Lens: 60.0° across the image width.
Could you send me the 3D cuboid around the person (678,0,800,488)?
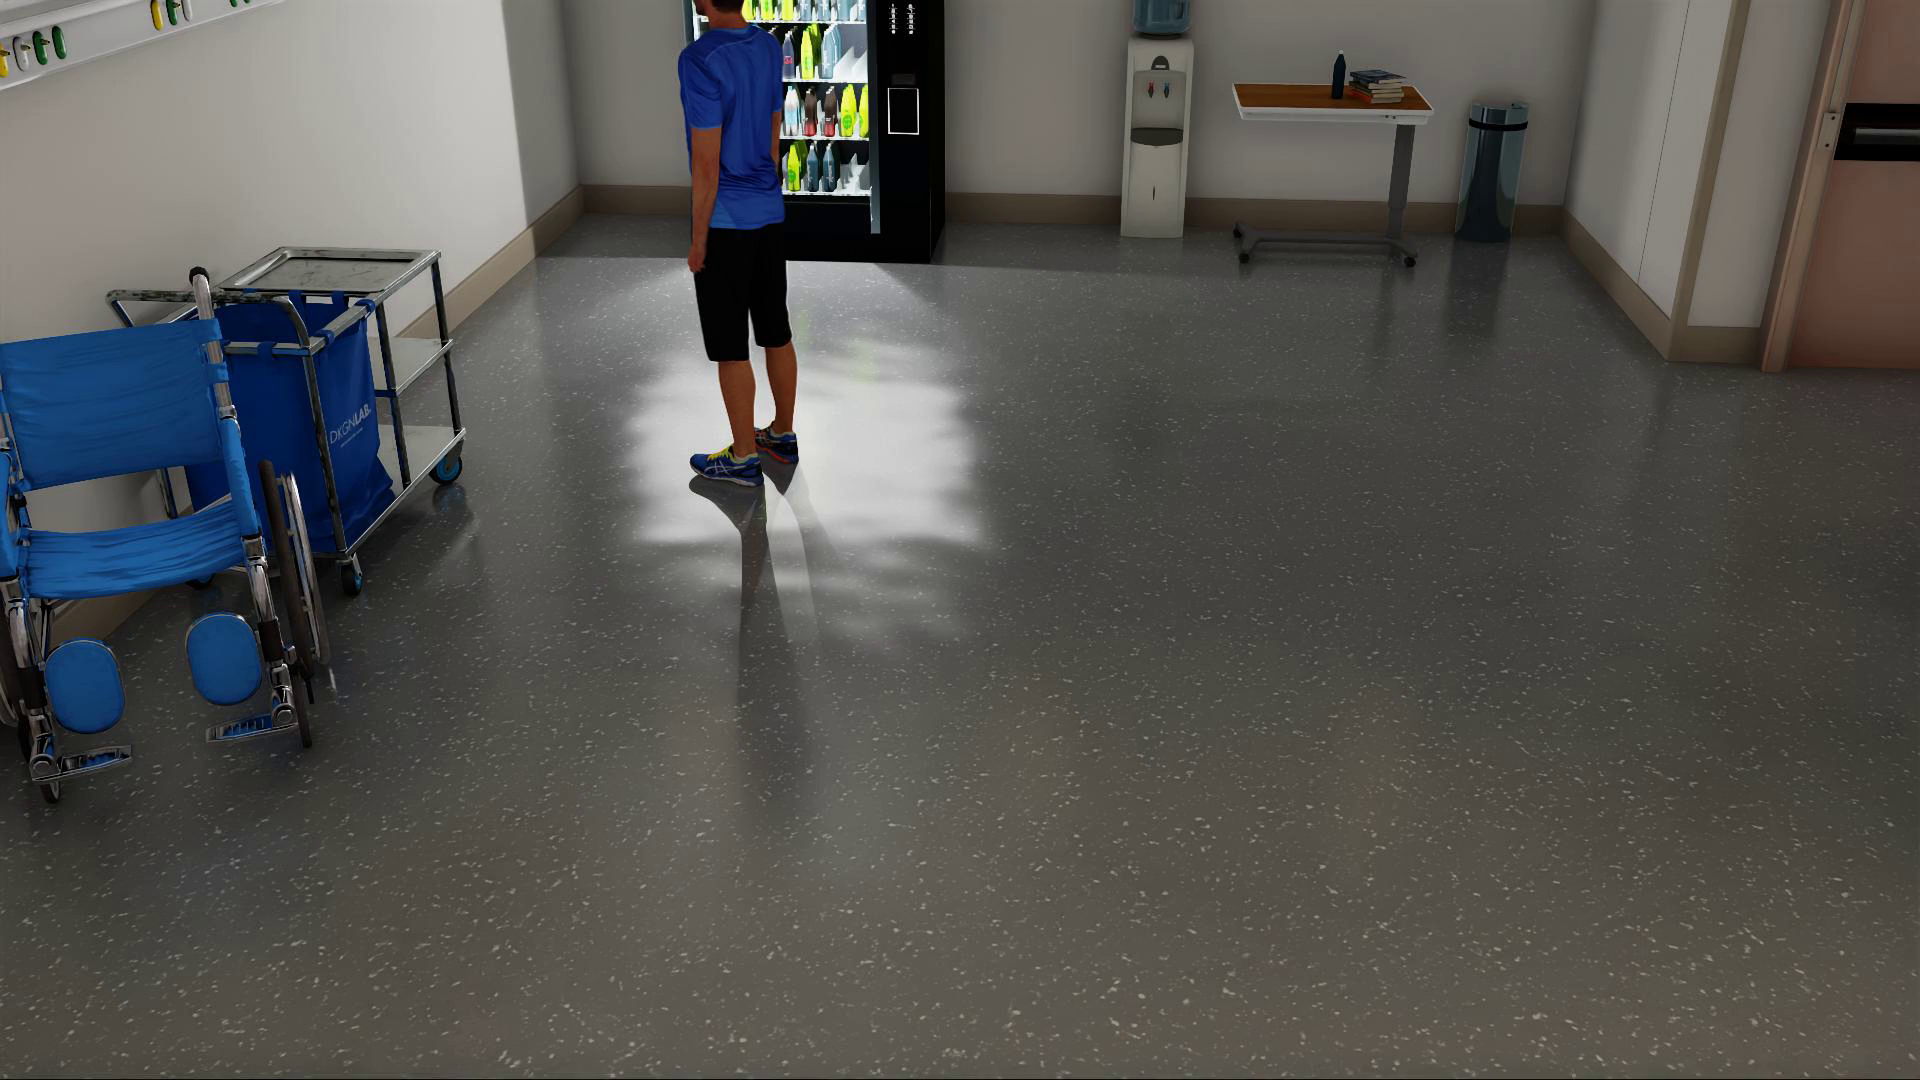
[{"bbox_3d":[-0.769,-1.114,5.819,0.705,1.869,0.699,16,30,29],"label":"person"}]
